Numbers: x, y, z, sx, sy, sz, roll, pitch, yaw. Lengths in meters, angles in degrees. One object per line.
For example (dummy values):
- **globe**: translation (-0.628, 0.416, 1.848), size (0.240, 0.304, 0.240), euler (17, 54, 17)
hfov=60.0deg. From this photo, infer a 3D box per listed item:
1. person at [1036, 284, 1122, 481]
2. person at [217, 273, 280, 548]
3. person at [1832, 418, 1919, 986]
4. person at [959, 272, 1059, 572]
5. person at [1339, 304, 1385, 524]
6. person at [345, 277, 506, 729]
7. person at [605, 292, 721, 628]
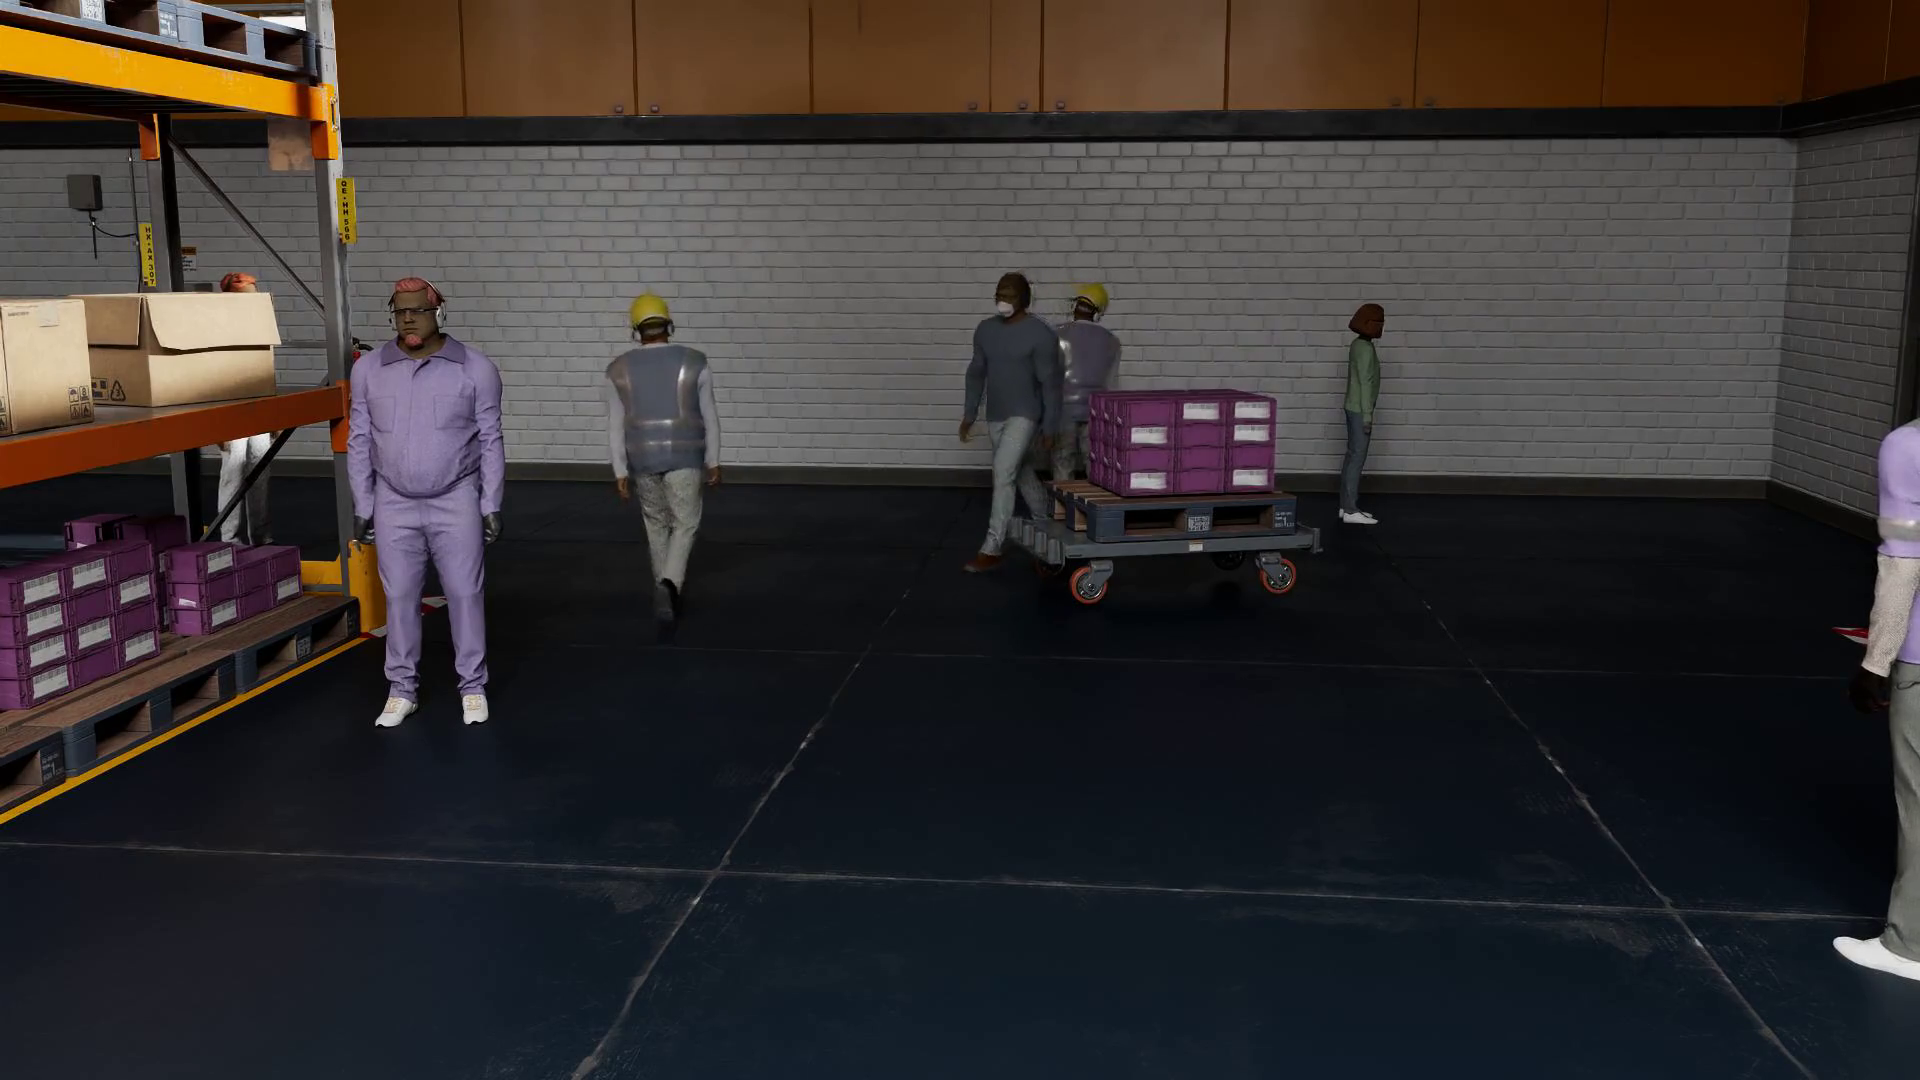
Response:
- **person**: translation (0.806, -0.849, 11.412), size (0.636, 1.789, 0.437), euler (-5, 11, -25)
- **person**: translation (-4.601, -0.768, 10.693), size (0.348, 1.879, 0.591), euler (3, 10, 15)
- **person**: translation (2.721, 0.273, 4.581), size (0.589, 1.923, 0.383), euler (-3, 10, -14)
- **person**: translation (0.379, -0.778, 10.740), size (1.013, 1.891, 0.636), euler (-9, 14, -43)
- **person**: translation (2.988, -0.934, 12.346), size (0.271, 1.629, 0.497), euler (1, 10, 5)
- **person**: translation (-2.263, -0.150, 7.058), size (0.651, 1.907, 0.409), euler (-1, 10, -7)
- **person**: translation (-1.607, -0.435, 8.987), size (0.593, 1.806, 0.751), euler (0, 10, 2)
